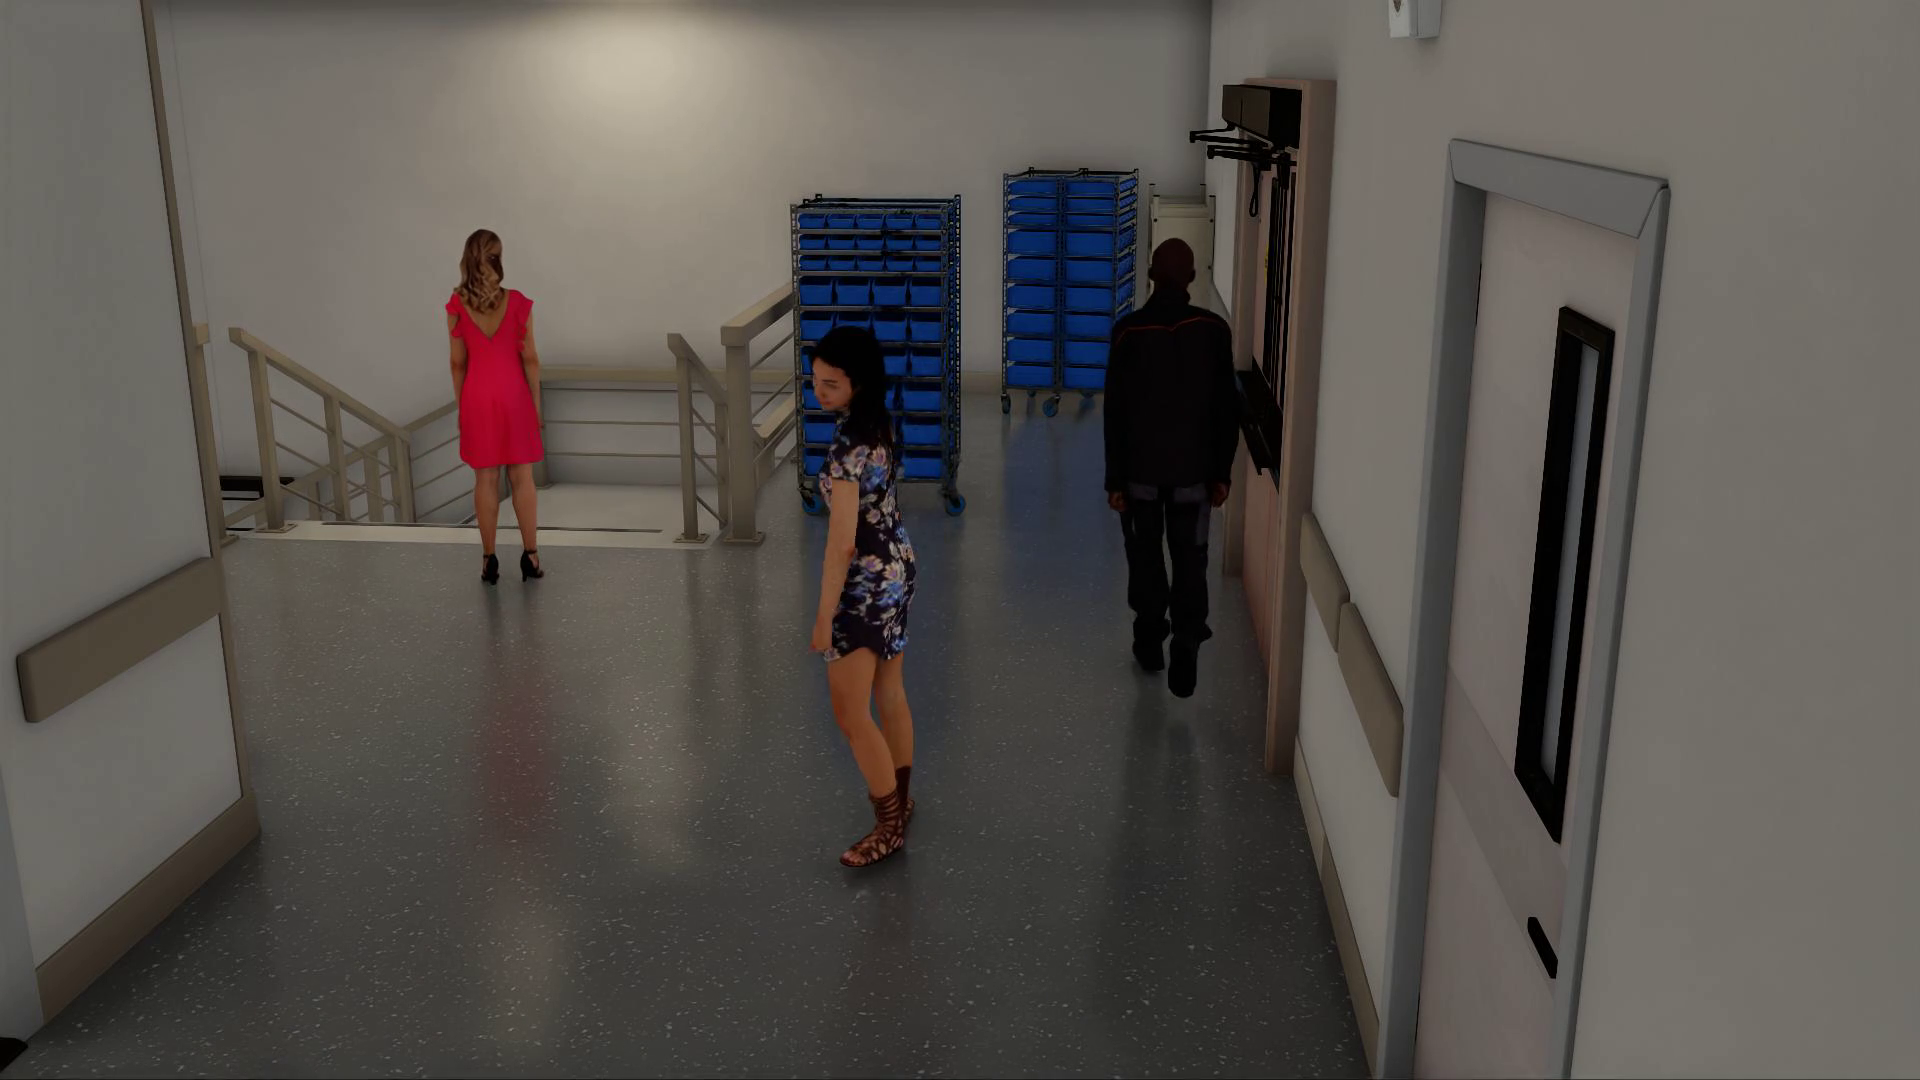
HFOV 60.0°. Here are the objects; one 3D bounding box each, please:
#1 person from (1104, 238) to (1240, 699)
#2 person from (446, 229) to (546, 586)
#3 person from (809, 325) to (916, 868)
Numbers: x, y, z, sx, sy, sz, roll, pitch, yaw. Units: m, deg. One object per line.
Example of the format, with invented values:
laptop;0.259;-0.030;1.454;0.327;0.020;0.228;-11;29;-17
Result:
person;0.823;-0.263;6.606;0.724;1.800;1.078;1;16;2
person;-2.257;-0.646;8.094;0.620;1.727;0.605;-2;16;-8
person;-0.250;0.153;5.282;0.814;1.717;0.480;7;17;24
